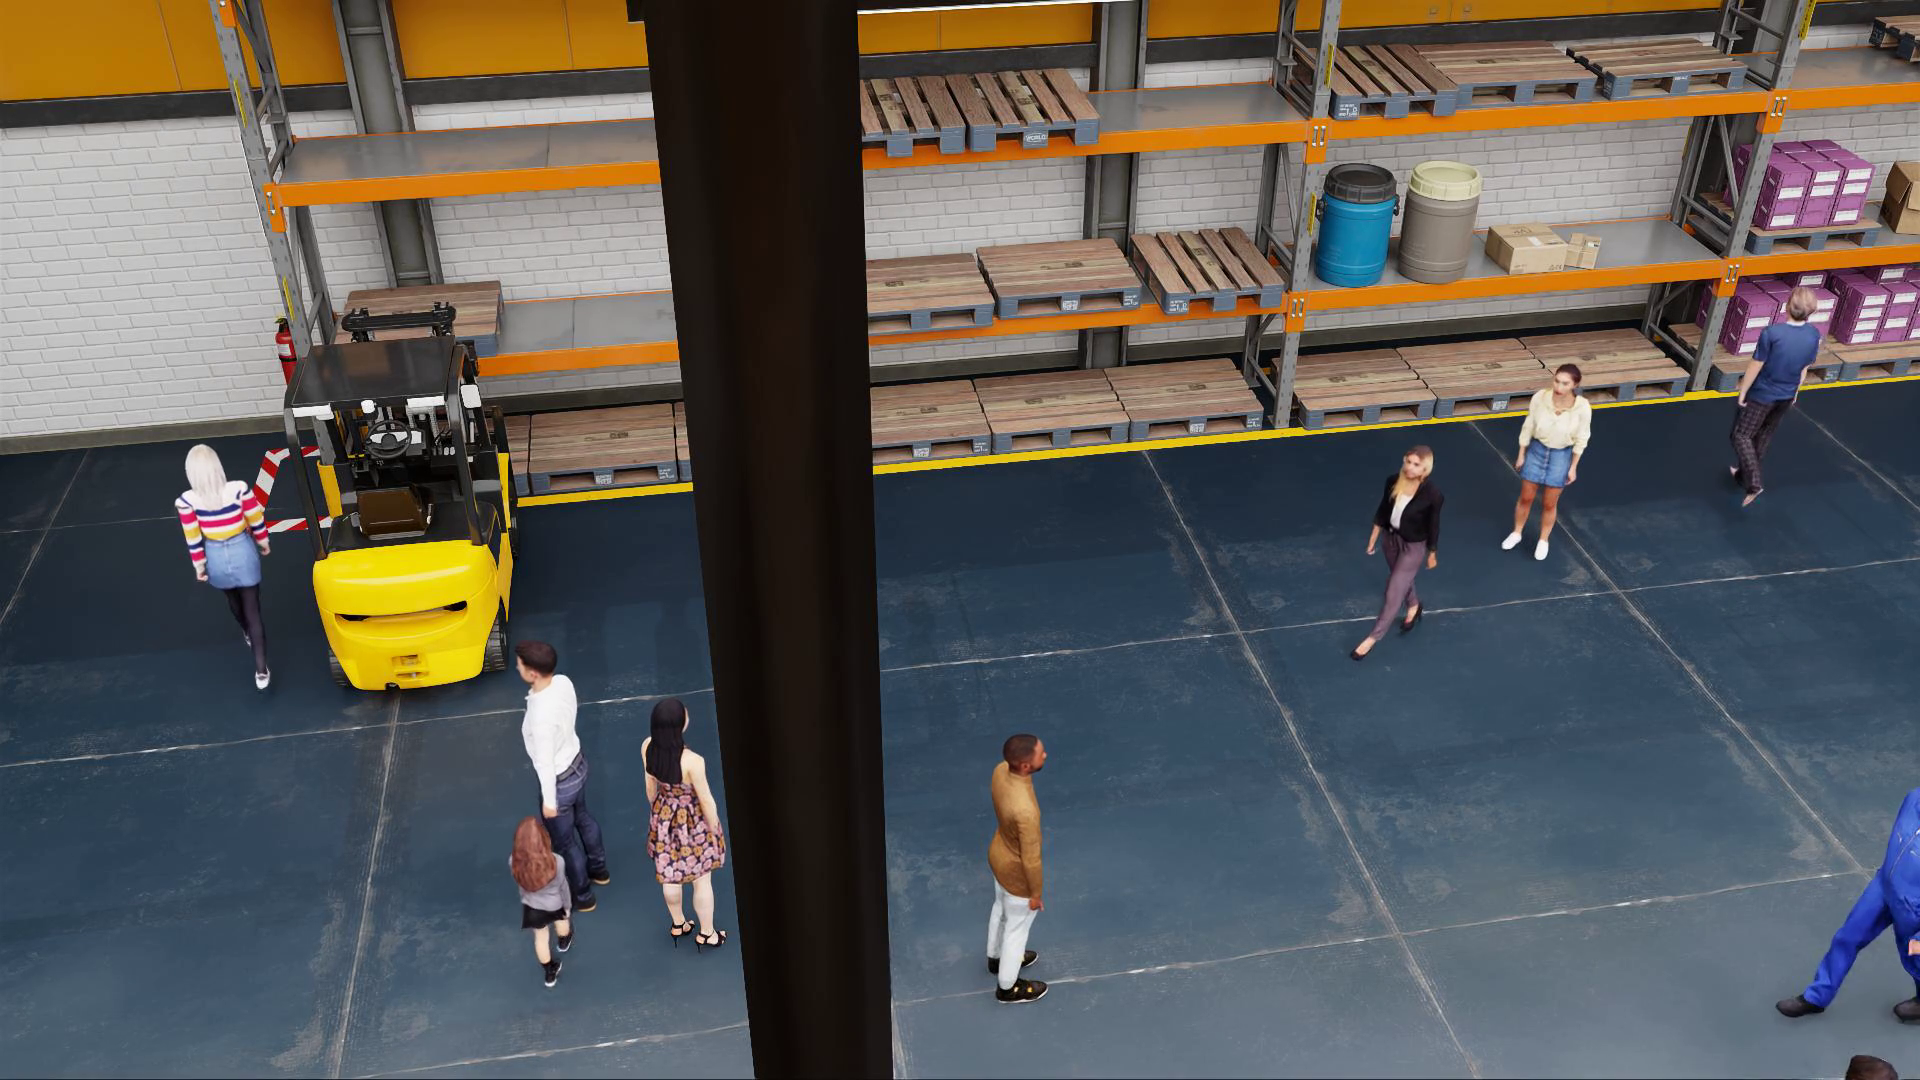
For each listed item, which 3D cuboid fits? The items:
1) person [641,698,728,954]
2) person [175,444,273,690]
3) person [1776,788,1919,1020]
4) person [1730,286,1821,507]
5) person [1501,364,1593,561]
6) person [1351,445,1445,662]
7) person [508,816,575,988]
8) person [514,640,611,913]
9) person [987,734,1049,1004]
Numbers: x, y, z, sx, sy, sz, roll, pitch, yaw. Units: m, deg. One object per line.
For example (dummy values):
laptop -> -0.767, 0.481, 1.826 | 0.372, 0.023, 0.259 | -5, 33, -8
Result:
person -> -1.532, 1.587, 9.229 | 0.789, 1.774, 0.862 | 15, 37, 22
person -> -4.943, 0.201, 11.322 | 1.121, 1.766, 0.842 | -11, 35, -16
person -> 5.073, 1.904, 8.741 | 1.139, 1.787, 0.741 | -5, 34, -7
person -> 6.469, -1.112, 13.221 | 0.970, 1.851, 0.818 | -1, 34, -1
person -> 4.487, -0.611, 12.665 | 0.704, 1.631, 0.781 | 18, 38, 25
person -> 3.162, 0.051, 11.675 | 1.142, 1.624, 0.950 | -25, 41, -32
person -> -2.316, 2.021, 9.195 | 0.615, 1.089, 0.587 | -1, 34, -1
person -> -2.266, 1.350, 9.508 | 0.663, 1.860, 0.675 | 3, 34, 4
person -> 0.292, 1.749, 8.946 | 0.611, 1.817, 0.654 | -12, 35, -17
